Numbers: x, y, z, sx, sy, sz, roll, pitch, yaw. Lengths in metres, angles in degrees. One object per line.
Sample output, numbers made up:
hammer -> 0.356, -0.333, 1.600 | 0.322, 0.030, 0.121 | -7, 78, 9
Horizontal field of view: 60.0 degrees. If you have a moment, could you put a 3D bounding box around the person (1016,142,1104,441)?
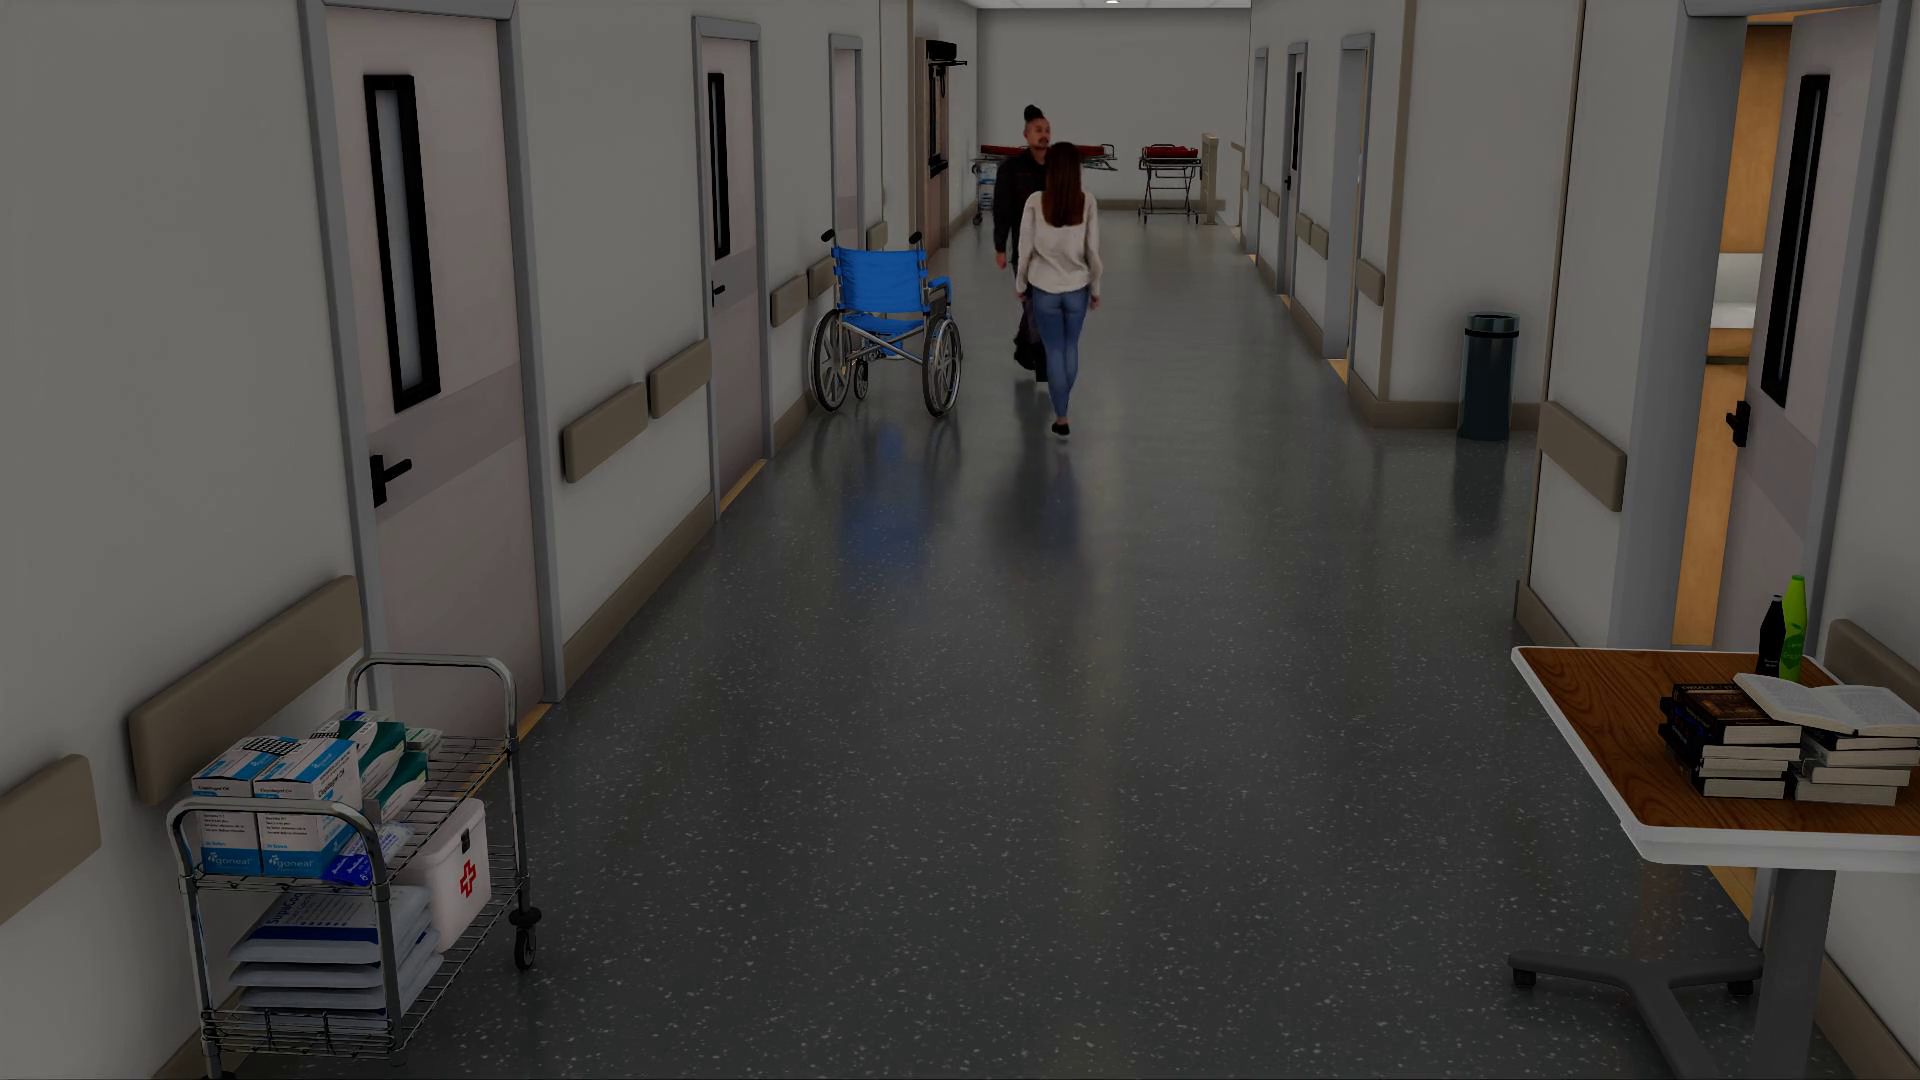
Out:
person -> 0.589, -1.393, 9.506 | 0.756, 1.660, 1.060 | -2, 16, -6

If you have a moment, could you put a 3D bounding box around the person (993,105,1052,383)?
person -> 0.507, -2.014, 11.410 | 1.105, 1.821, 1.292 | -6, 17, -22
